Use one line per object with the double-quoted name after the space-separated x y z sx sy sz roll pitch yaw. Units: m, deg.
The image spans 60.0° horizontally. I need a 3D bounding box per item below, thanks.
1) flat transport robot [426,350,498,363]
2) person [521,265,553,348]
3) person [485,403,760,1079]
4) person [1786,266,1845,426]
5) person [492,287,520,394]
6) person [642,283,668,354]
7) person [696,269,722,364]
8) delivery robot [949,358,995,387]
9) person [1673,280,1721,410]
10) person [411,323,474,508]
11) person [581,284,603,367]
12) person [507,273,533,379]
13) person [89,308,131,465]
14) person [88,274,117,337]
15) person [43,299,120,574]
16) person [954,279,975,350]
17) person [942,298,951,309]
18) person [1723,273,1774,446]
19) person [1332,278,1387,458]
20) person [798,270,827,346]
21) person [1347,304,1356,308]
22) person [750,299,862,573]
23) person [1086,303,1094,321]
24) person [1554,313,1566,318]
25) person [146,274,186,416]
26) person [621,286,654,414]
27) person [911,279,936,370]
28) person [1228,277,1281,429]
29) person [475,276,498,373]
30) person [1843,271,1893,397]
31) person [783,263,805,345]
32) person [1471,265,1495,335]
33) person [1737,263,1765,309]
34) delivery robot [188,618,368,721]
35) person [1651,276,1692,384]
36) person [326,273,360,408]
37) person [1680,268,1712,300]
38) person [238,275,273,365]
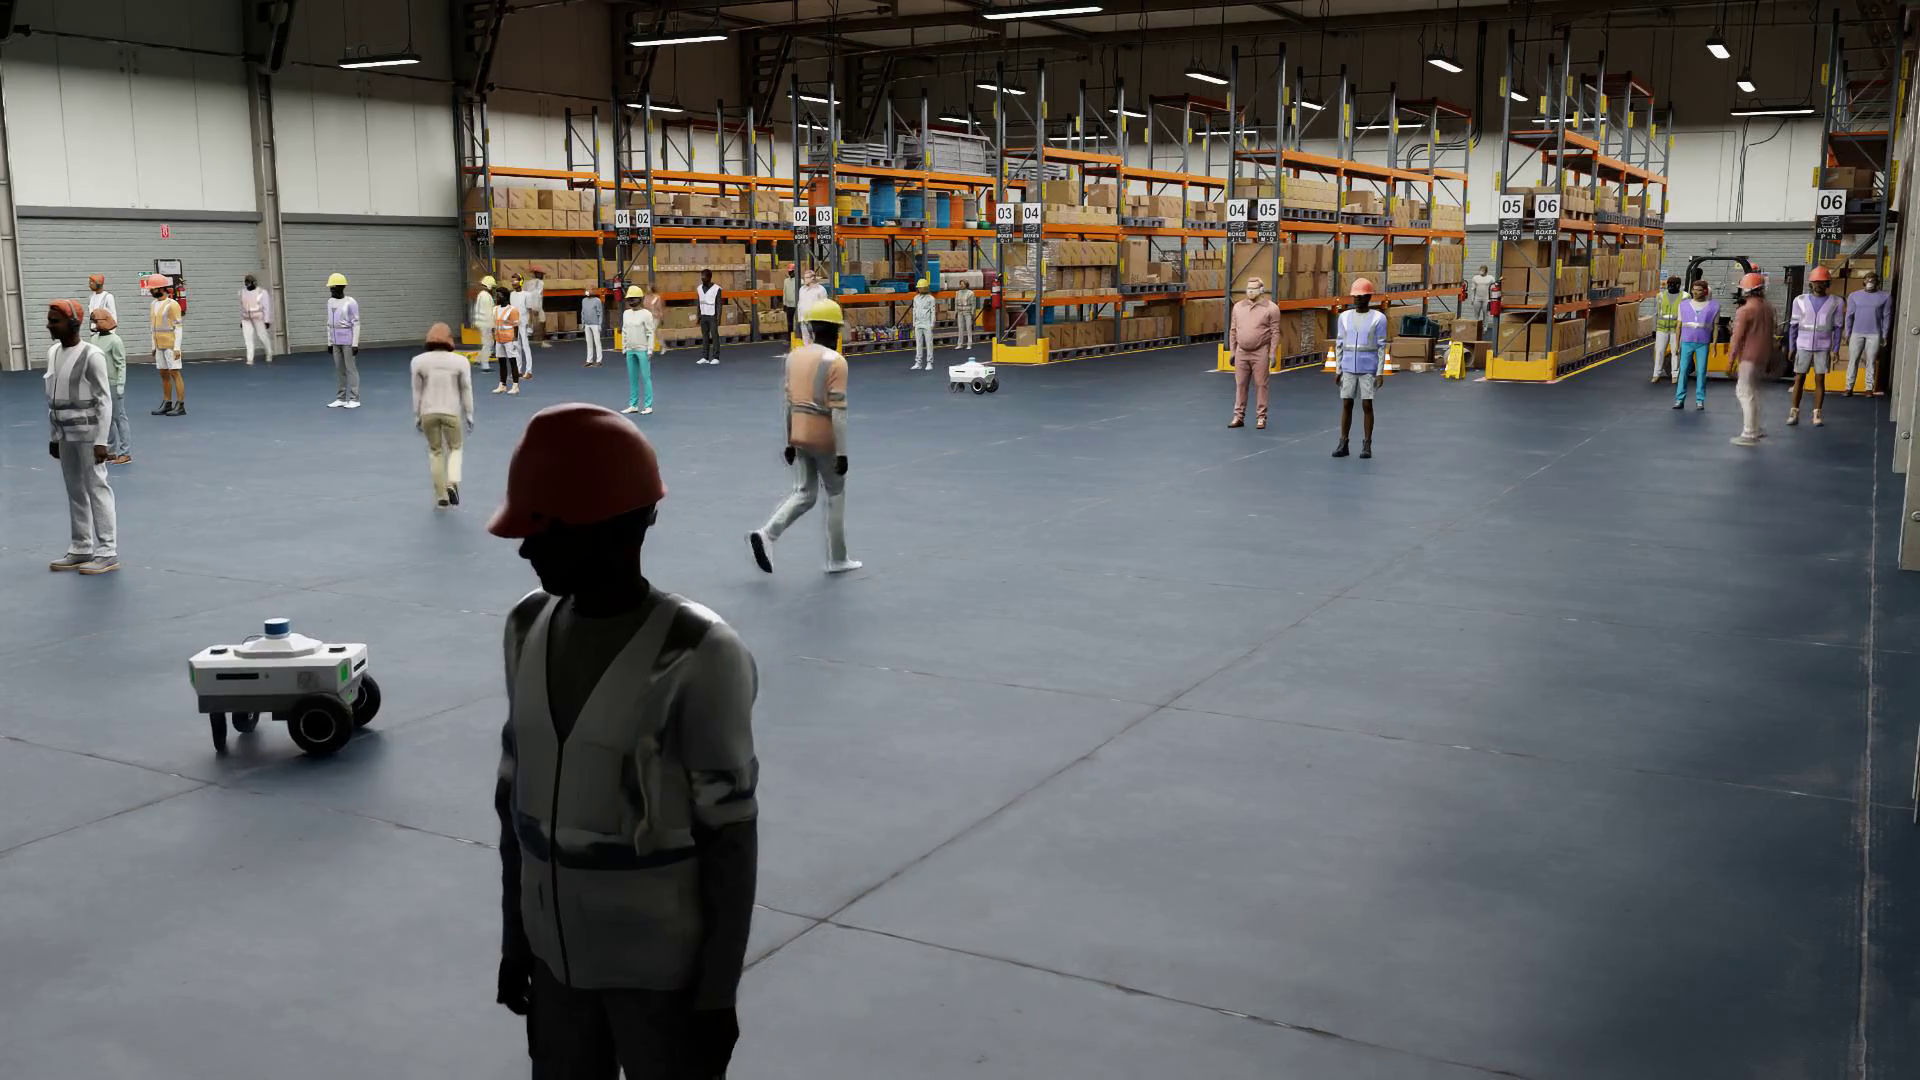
-10.227 -3.769 34.079 1.431 0.197 0.652 5 11 28 "flat transport robot"
-10.099 -5.474 39.133 0.625 1.983 0.994 8 12 39 "person"
-0.616 0.721 2.942 0.542 1.931 0.376 6 11 30 "person"
10.960 -2.478 21.334 0.605 2.045 0.386 6 11 30 "person"
-7.168 -3.141 26.232 0.530 1.697 0.322 6 11 30 "person"
-6.705 -4.861 36.586 0.497 1.598 0.850 7 12 37 "person"
-5.067 -4.517 33.657 0.587 1.915 0.394 6 11 30 "person"
0.188 -2.654 26.447 0.707 0.478 0.477 5 11 28 "delivery robot"
10.481 -2.774 23.673 0.563 1.839 0.392 6 11 30 "person"
-4.456 -1.061 14.324 0.506 1.611 0.470 -2 10 -12 "person"
-7.239 -4.214 32.701 0.498 1.634 0.282 6 11 30 "person"
-7.800 -3.781 29.473 0.519 1.874 0.331 6 11 30 "person"
-8.930 -1.606 17.430 0.498 1.634 0.282 6 11 30 "person"
-14.020 -3.400 27.199 0.573 1.885 0.357 6 11 30 "person"
-6.060 -0.706 11.435 0.573 1.883 0.357 6 11 30 "person"
0.111 -5.262 38.814 0.513 1.642 0.313 6 11 30 "person"
-0.444 -8.475 57.090 0.587 1.826 0.404 6 11 30 "person"
9.092 -2.077 19.166 0.618 1.979 0.480 -7 12 -37 "person"
4.309 -1.847 17.950 0.542 1.939 0.369 6 11 30 "person"
-2.894 -4.274 32.273 0.637 1.904 0.403 6 11 30 "person"
10.541 -6.234 44.337 0.530 1.697 0.322 6 11 30 "person"
-1.030 -0.685 11.292 0.760 1.895 0.609 -9 14 -44 "person"
4.183 -7.773 52.645 0.627 1.941 0.374 6 11 30 "person"
15.878 -6.240 43.896 0.519 1.865 0.331 6 11 30 "person"
-10.844 -2.651 22.683 0.542 1.931 0.376 6 11 30 "person"
-4.456 -2.616 22.953 0.523 1.769 0.322 6 11 30 "person"
-0.707 -4.141 31.968 0.483 1.738 0.313 6 11 30 "person"
3.694 -2.354 21.011 0.637 1.911 0.403 6 11 30 "person"
-8.795 -4.003 30.953 0.442 1.811 0.633 -4 10 -22 "person"
13.998 -3.168 25.682 0.627 1.941 0.374 6 11 30 "person"
-4.070 -5.746 40.612 0.609 1.996 0.383 6 11 30 "person"
14.489 -6.656 46.119 0.627 1.936 0.374 6 11 30 "person"
19.773 -5.917 41.635 0.609 1.988 0.392 6 11 30 "person"
-3.040 0.595 7.427 0.707 0.478 0.477 -1 10 -3 "delivery robot"
12.168 -3.593 28.476 0.619 1.840 0.430 6 11 30 "person"
-8.862 -2.852 23.863 0.585 1.928 0.378 6 11 30 "person"
14.240 -4.308 32.296 0.601 1.961 0.372 6 11 30 "person"
-14.201 -4.442 33.533 0.633 1.814 0.851 0 10 -2 "person"
